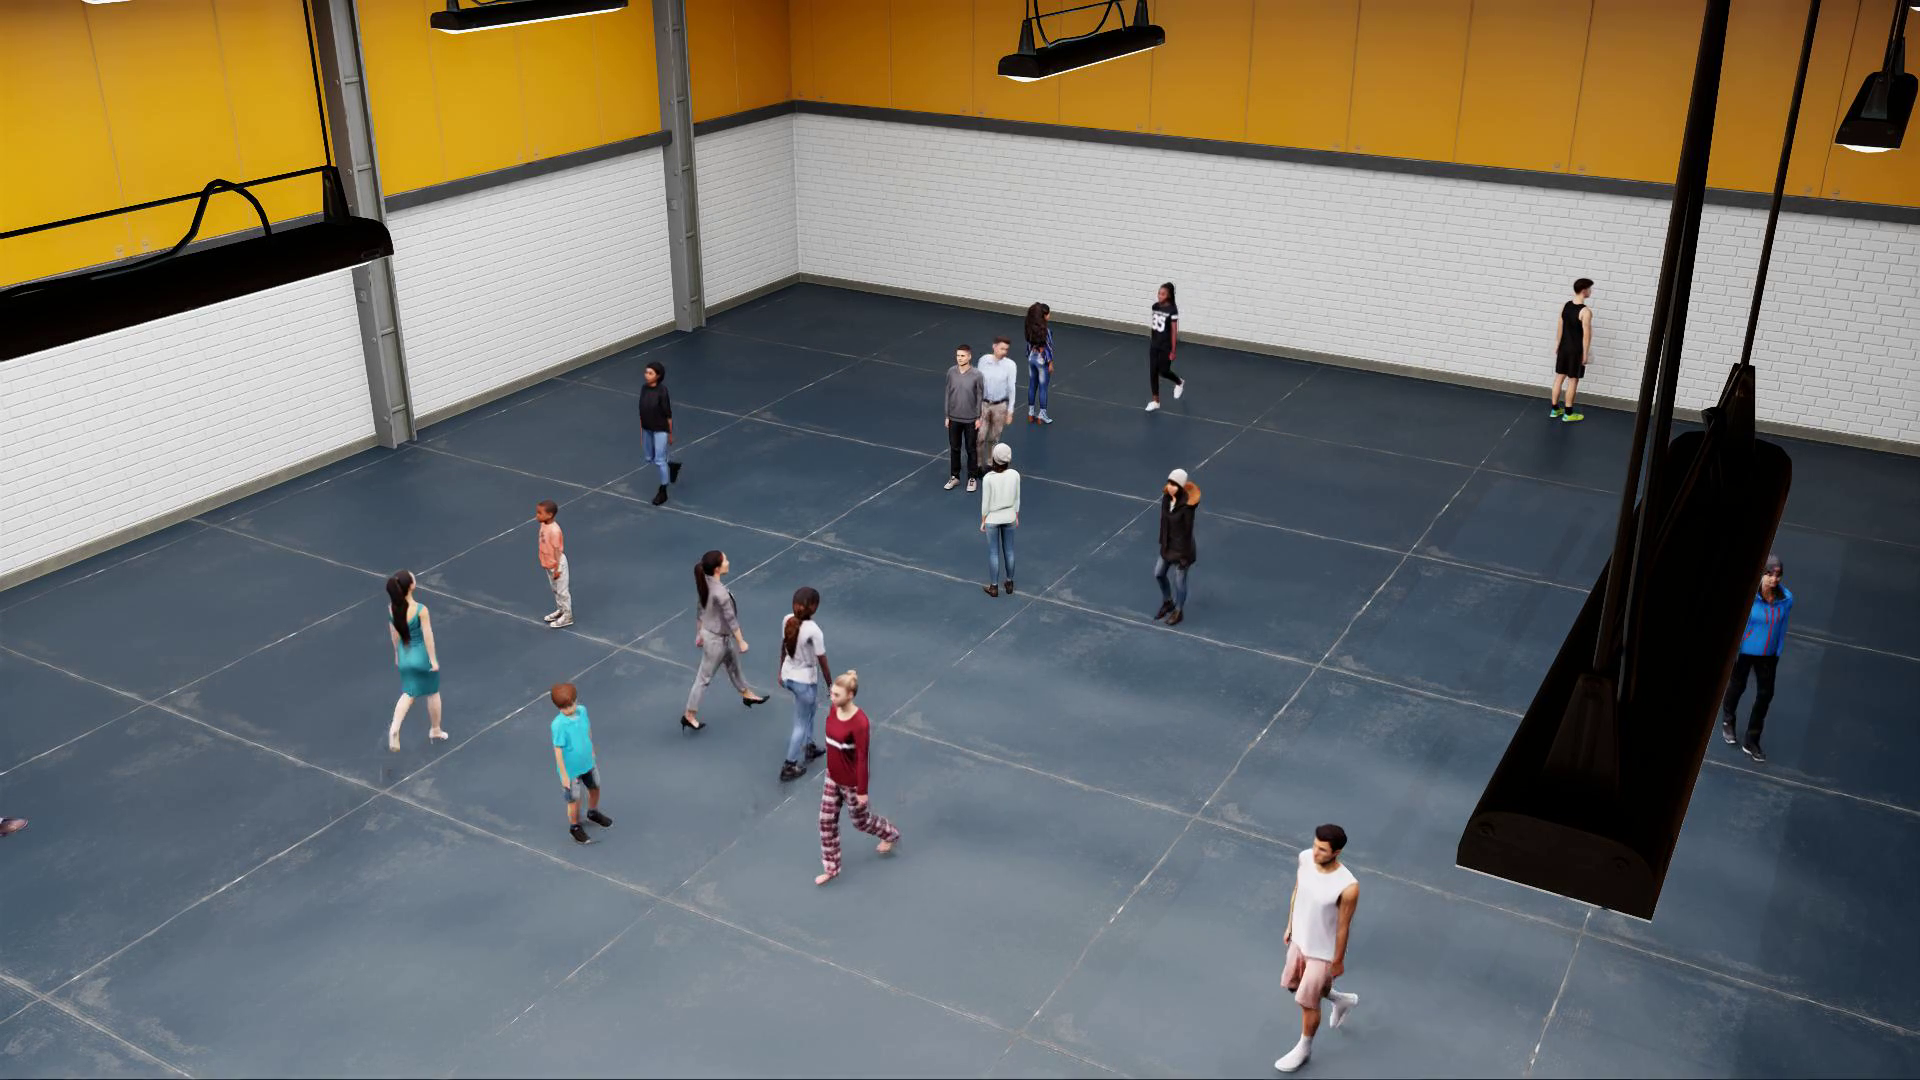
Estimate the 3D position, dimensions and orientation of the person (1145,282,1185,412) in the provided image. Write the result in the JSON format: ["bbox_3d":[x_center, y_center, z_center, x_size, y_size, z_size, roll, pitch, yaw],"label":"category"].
[{"bbox_3d":[2.758,-2.600,22.289,0.991,1.714,0.761,-21,31,-39],"label":"person"}]

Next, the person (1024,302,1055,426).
[{"bbox_3d":[1.043,-2.323,21.763,0.648,1.629,0.668,-20,30,-38],"label":"person"}]

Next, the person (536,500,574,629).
[{"bbox_3d":[-3.974,0.215,16.355,0.572,1.310,0.543,-16,28,-33],"label":"person"}]

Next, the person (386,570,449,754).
[{"bbox_3d":[-4.619,1.062,13.969,0.677,1.669,0.930,8,25,17],"label":"person"}]

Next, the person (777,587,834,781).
[{"bbox_3d":[-1.358,1.207,13.603,0.728,1.696,0.857,22,32,40],"label":"person"}]

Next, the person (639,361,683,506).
[{"bbox_3d":[-3.461,-1.267,19.287,0.572,1.677,0.850,12,26,26],"label":"person"}]

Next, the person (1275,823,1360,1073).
[{"bbox_3d":[2.319,2.523,10.498,1.053,1.771,0.936,-11,26,-24],"label":"person"}]

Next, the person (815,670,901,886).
[{"bbox_3d":[-0.783,1.747,12.405,1.076,1.667,0.813,-21,31,-40],"label":"person"}]

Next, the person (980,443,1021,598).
[{"bbox_3d":[0.412,-0.220,16.933,0.622,1.645,0.705,-9,25,-20],"label":"person"}]

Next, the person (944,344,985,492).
[{"bbox_3d":[0.043,-1.451,19.604,0.668,1.761,0.609,7,25,16],"label":"person"}]

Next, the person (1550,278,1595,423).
[{"bbox_3d":[8.048,-2.506,21.854,0.772,1.892,0.764,-12,26,-25],"label":"person"}]

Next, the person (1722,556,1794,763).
[{"bbox_3d":[6.713,0.933,14.130,0.828,1.775,0.963,2,24,5],"label":"person"}]

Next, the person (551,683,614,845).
[{"bbox_3d":[-2.973,1.695,12.830,0.697,1.422,0.465,8,25,18],"label":"person"}]

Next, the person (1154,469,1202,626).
[{"bbox_3d":[2.185,0.051,16.335,0.667,1.626,0.684,-21,31,-40],"label":"person"}]

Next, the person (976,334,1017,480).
[{"bbox_3d":[0.362,-1.596,19.884,0.800,1.801,0.795,7,25,16],"label":"person"}]

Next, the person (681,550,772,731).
[{"bbox_3d":[-2.180,0.919,14.357,1.199,1.620,0.970,-13,27,-28],"label":"person"}]
